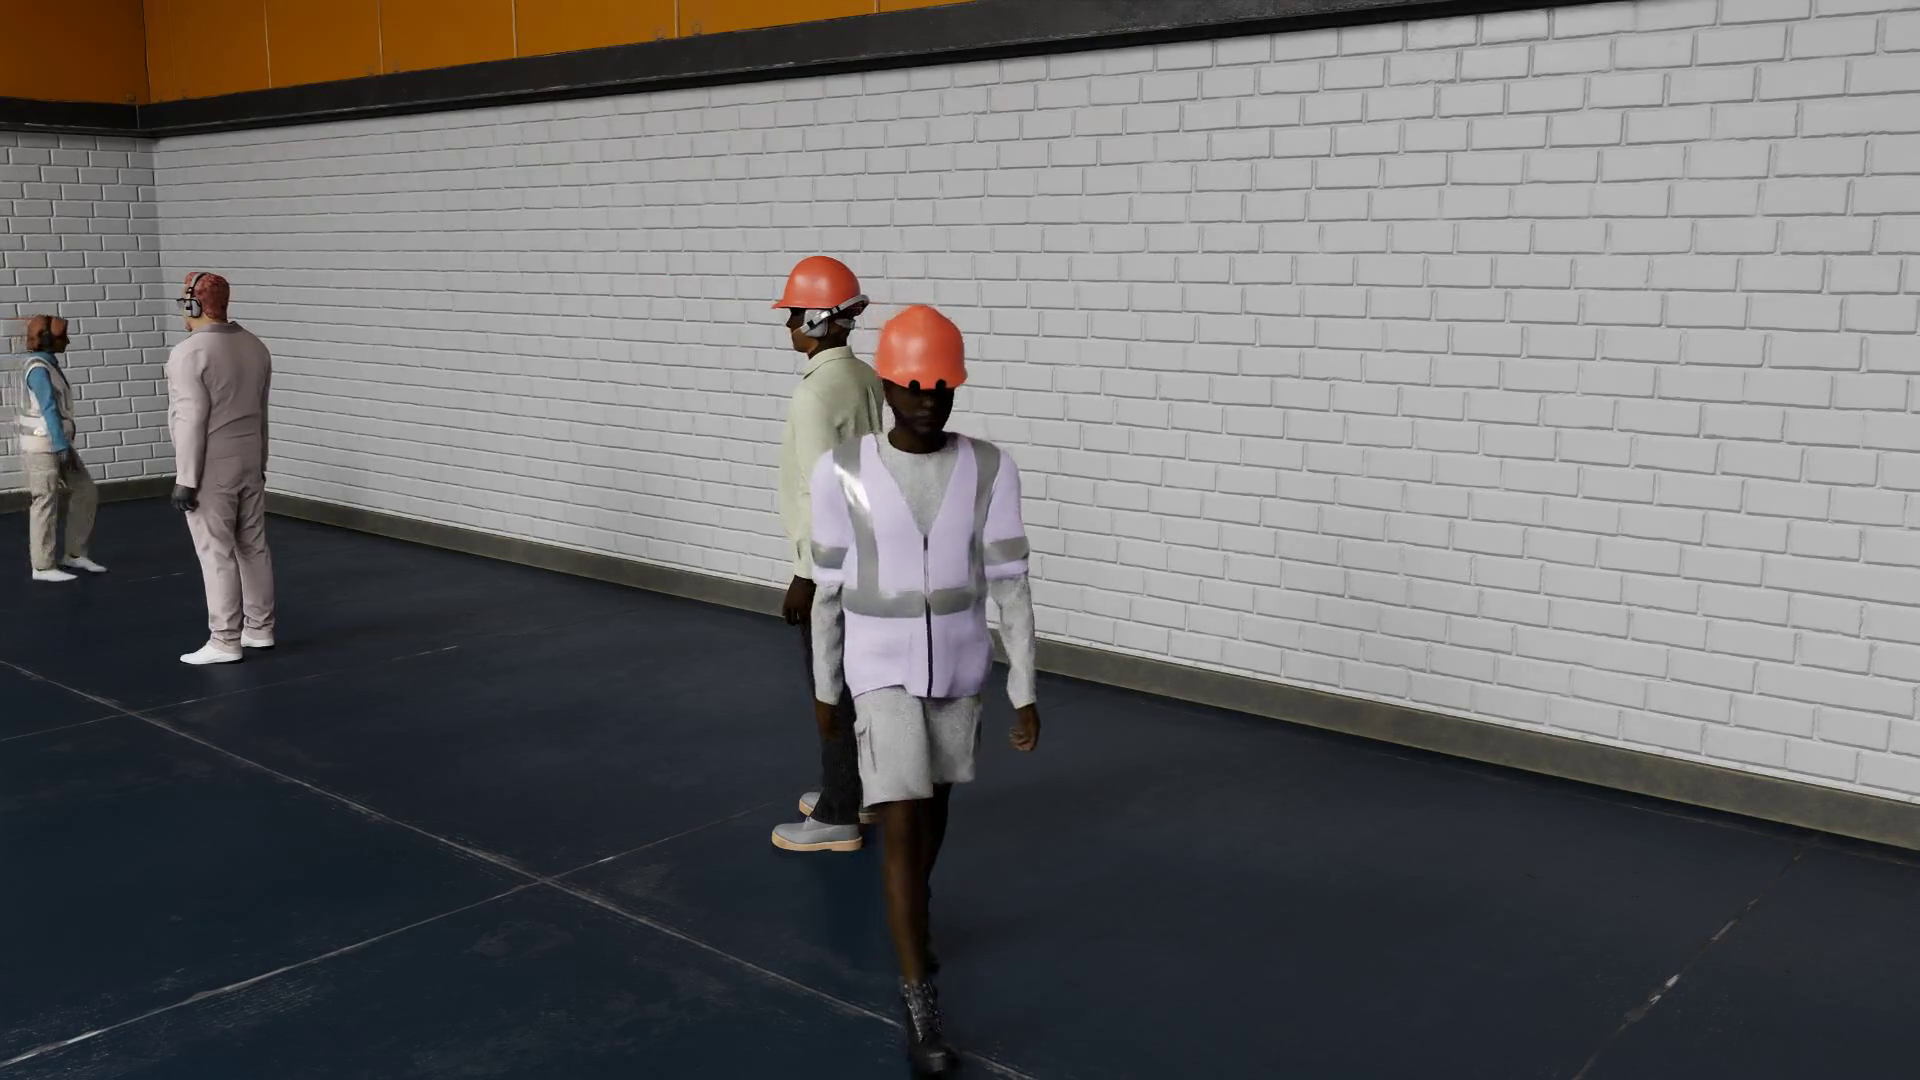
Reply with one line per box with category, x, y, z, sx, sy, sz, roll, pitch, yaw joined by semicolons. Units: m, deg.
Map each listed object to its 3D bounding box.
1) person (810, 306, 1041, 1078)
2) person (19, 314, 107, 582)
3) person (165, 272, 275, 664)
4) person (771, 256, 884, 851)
person;-0.093;0.343;4.315;0.561;1.880;1.010;-2;10;-14
person;-5.435;-0.546;10.078;0.521;1.623;0.519;-3;10;-16
person;-3.636;-0.348;8.141;0.409;1.907;0.651;2;10;11
person;-0.439;0.051;5.620;0.376;1.995;0.609;2;10;13
